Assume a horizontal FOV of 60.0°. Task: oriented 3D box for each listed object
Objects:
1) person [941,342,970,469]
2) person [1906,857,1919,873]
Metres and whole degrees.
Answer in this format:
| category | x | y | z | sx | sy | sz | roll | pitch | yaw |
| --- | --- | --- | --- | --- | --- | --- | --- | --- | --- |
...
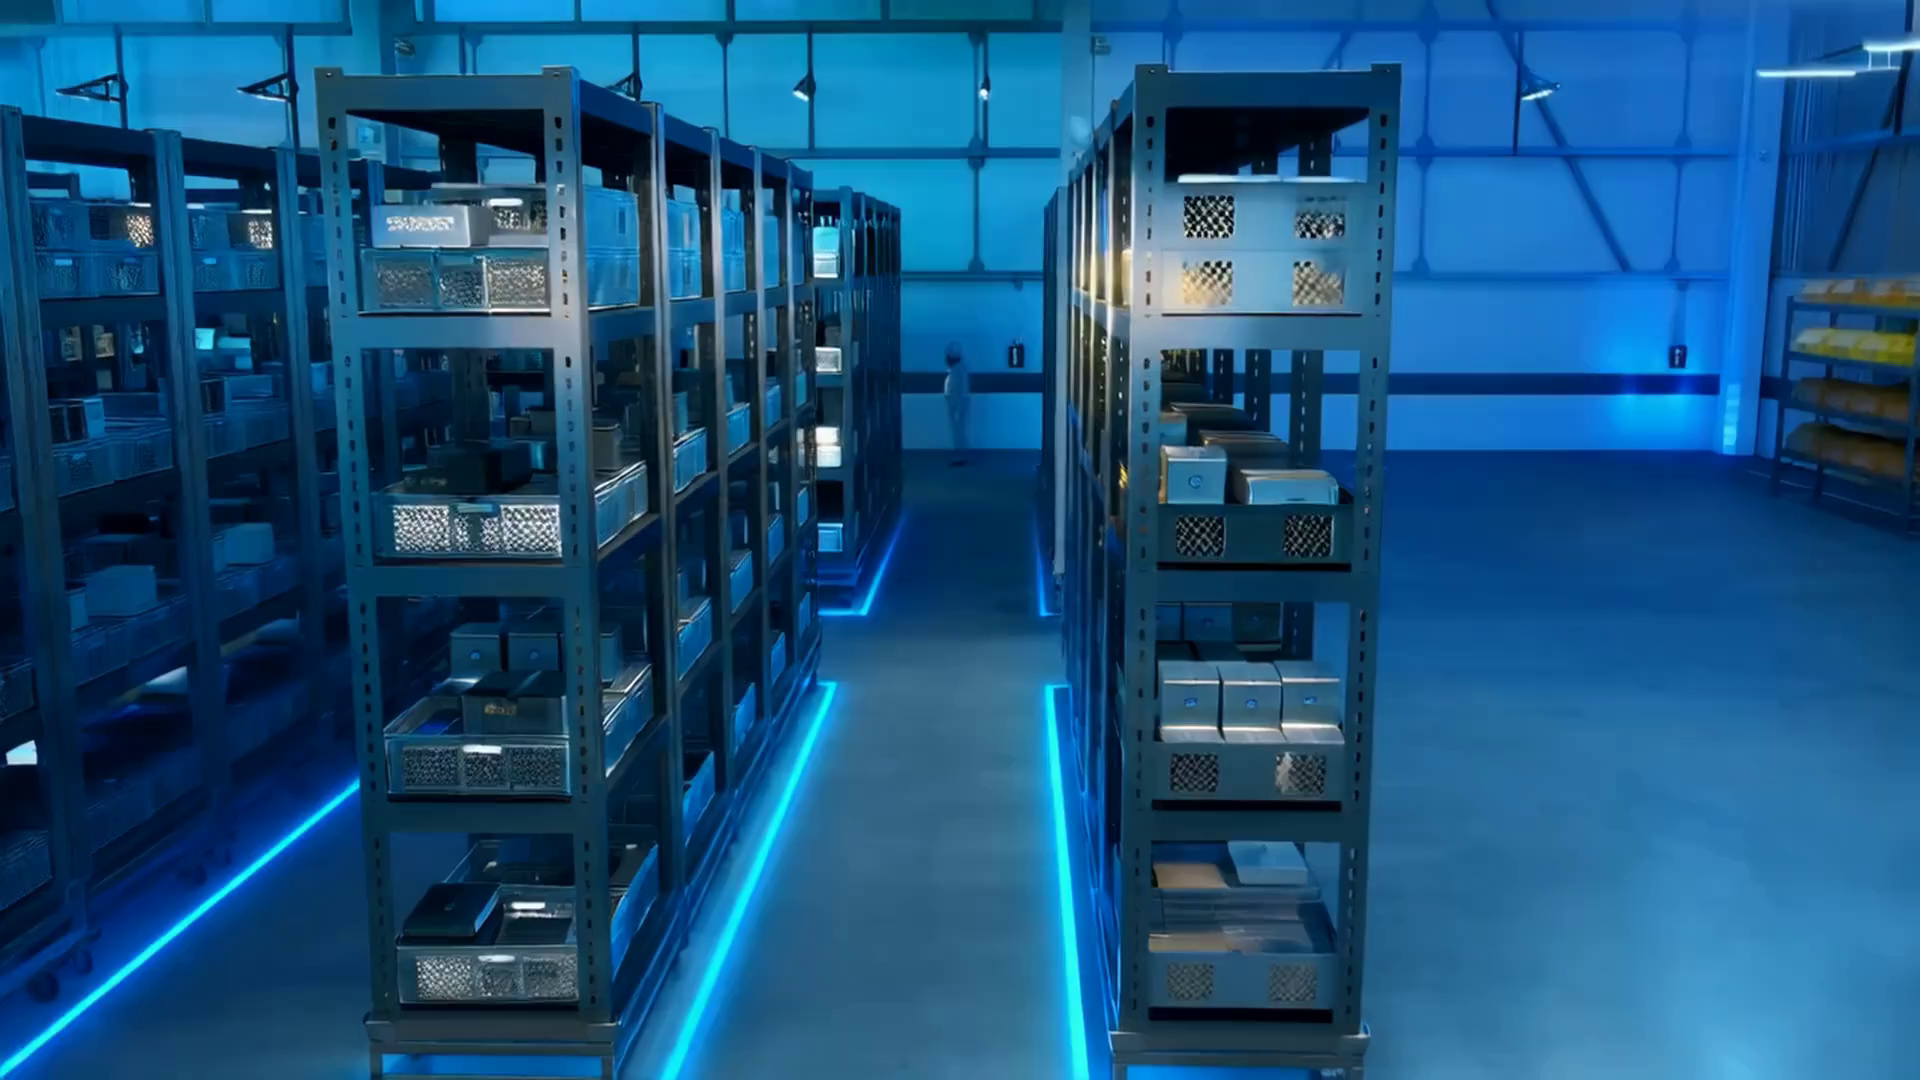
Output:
| category | x | y | z | sx | sy | sz | roll | pitch | yaw |
| --- | --- | --- | --- | --- | --- | --- | --- | --- | --- |
| person | -0.072 | -1.912 | 23.757 | 0.423 | 1.819 | 0.606 | 0 | 10 | 0 |
| person | 4.776 | 0.714 | 7.905 | 0.457 | 1.979 | 0.646 | 2 | 10 | 10 |
